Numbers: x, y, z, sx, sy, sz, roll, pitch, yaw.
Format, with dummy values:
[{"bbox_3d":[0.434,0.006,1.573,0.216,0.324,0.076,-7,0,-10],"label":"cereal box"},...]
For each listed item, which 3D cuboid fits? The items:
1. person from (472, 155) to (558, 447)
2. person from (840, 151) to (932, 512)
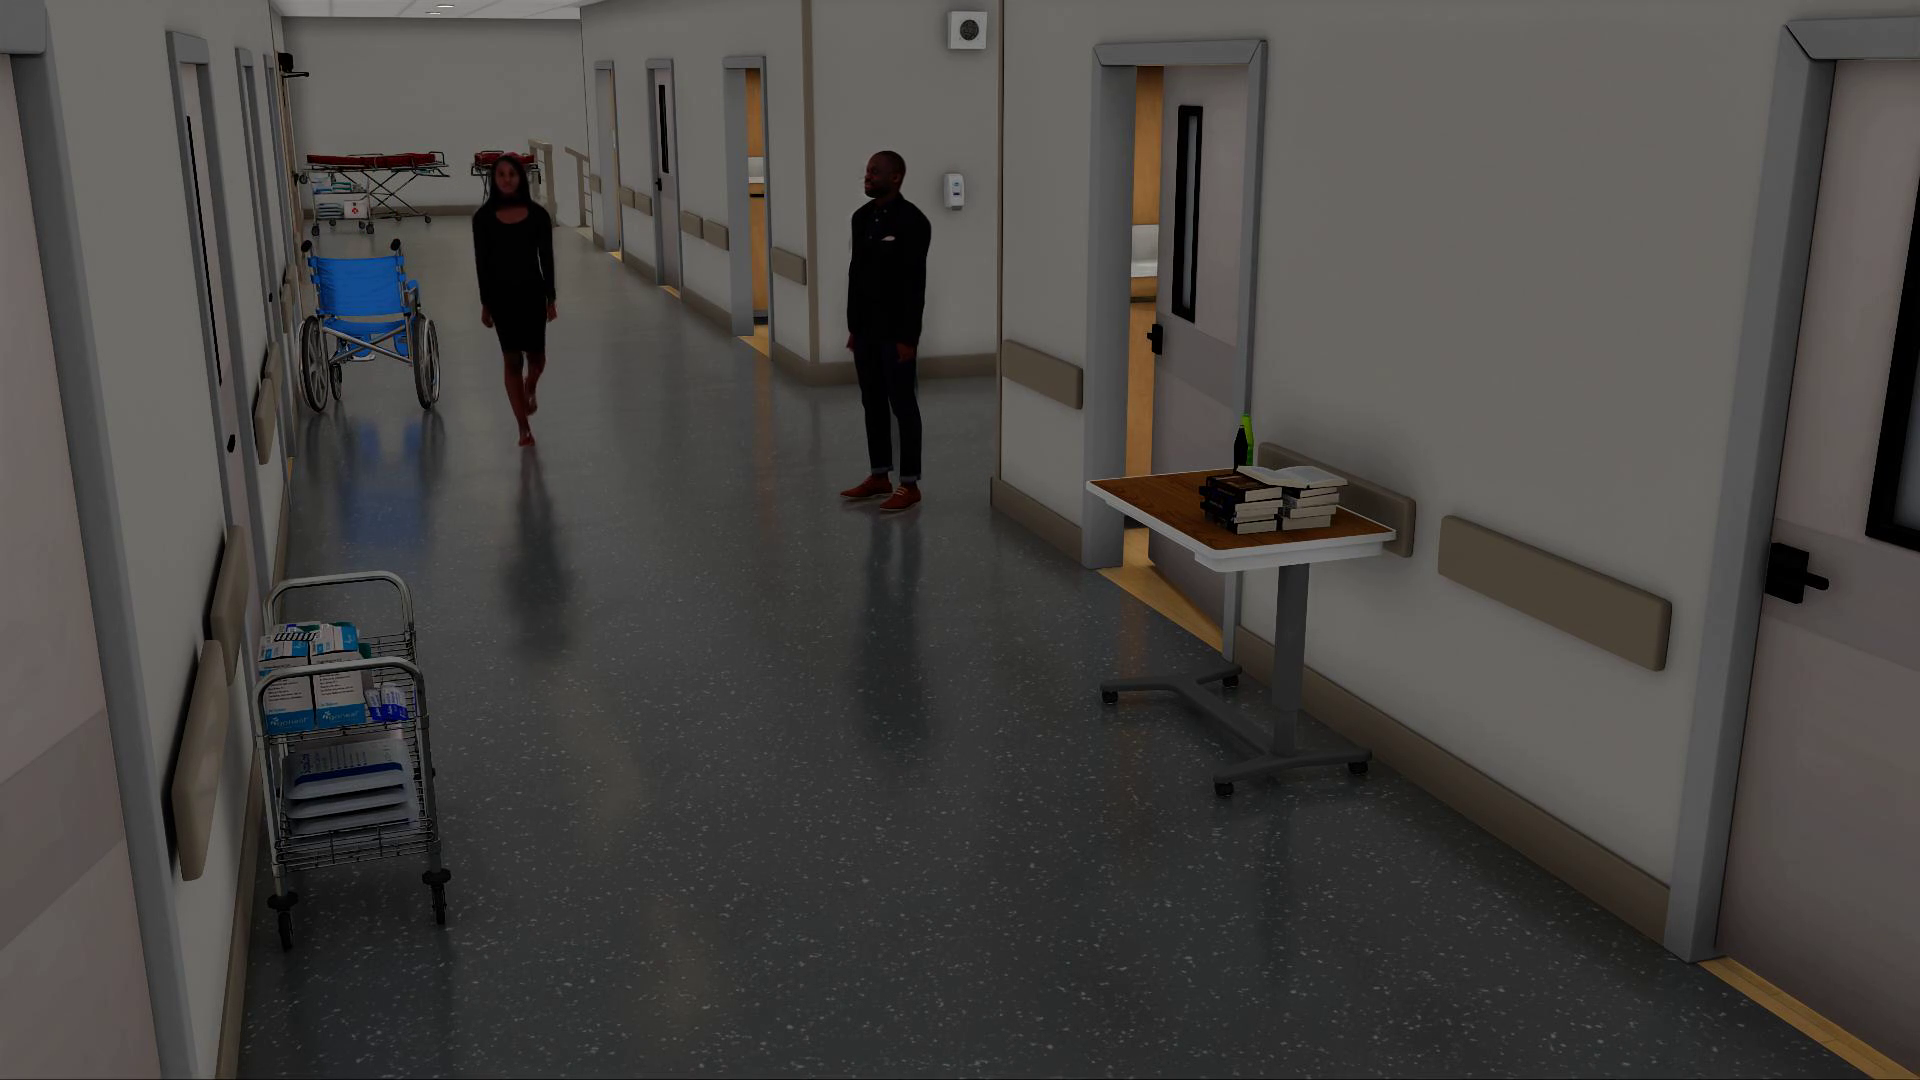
[{"bbox_3d":[-2.682,-1.442,10.072,0.616,1.700,1.033,-5,17,-18],"label":"person"},{"bbox_3d":[-0.371,-1.075,8.551,0.833,1.817,0.676,-13,21,-39],"label":"person"}]
